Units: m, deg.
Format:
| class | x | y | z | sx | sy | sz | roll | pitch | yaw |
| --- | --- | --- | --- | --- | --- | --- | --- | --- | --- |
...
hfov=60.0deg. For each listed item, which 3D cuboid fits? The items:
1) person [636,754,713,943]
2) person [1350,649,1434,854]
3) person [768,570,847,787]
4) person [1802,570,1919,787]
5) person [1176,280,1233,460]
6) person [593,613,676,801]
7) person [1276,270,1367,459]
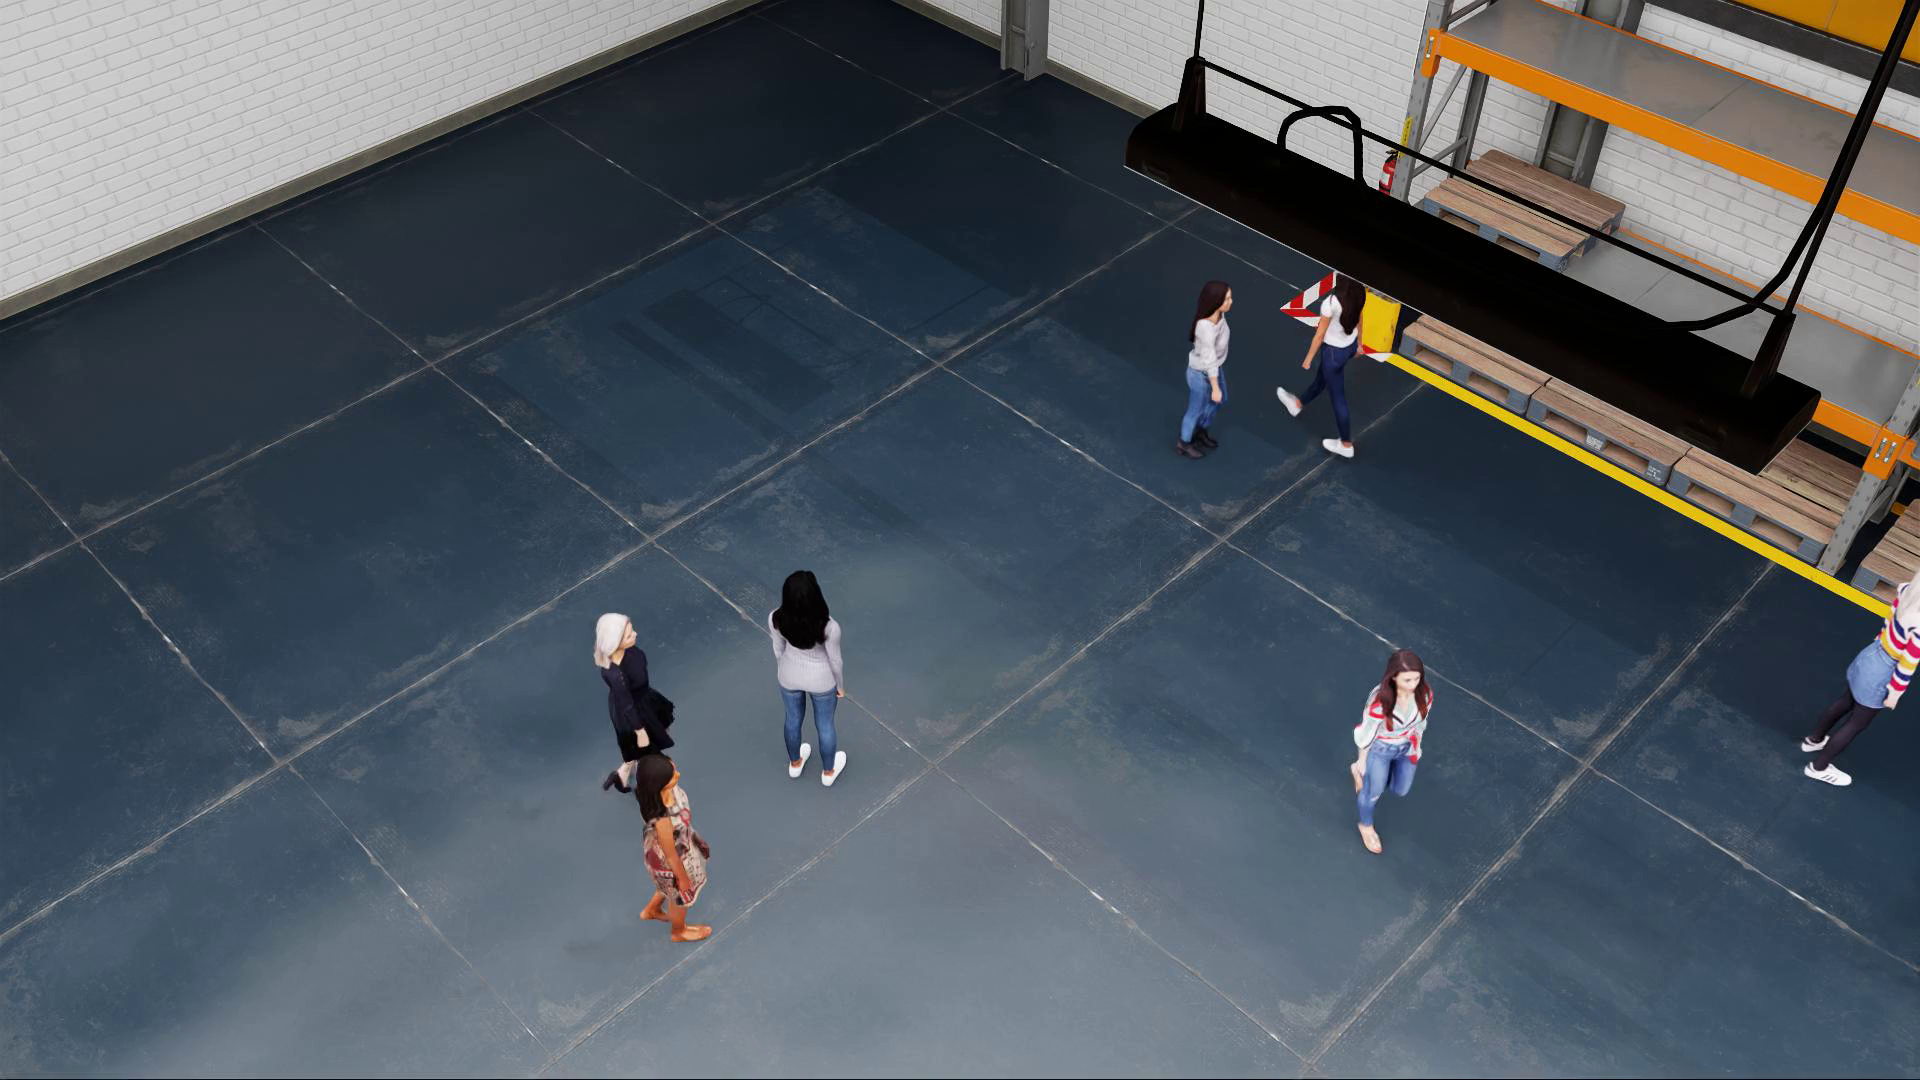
| class | x | y | z | sx | sy | sz | roll | pitch | yaw |
| --- | --- | --- | --- | --- | --- | --- | --- | --- | --- |
| person | -1.707 | 1.752 | 9.301 | 0.869 | 1.637 | 0.795 | -11 | 45 | -11 |
| person | 2.521 | 1.186 | 9.918 | 0.787 | 1.606 | 0.879 | -11 | 45 | -12 |
| person | -0.939 | 0.858 | 10.169 | 0.633 | 1.735 | 0.737 | 9 | 44 | 9 |
| person | 5.620 | 0.795 | 10.185 | 0.724 | 1.804 | 0.727 | 9 | 44 | 9 |
| person | 1.761 | -1.260 | 12.477 | 0.709 | 1.618 | 0.705 | 12 | 45 | 13 |
| person | -2.037 | 1.058 | 9.962 | 0.870 | 1.731 | 0.822 | -8 | 44 | -8 |
| person | 2.912 | -1.346 | 12.478 | 0.611 | 1.740 | 1.039 | -34 | 53 | -30 |
